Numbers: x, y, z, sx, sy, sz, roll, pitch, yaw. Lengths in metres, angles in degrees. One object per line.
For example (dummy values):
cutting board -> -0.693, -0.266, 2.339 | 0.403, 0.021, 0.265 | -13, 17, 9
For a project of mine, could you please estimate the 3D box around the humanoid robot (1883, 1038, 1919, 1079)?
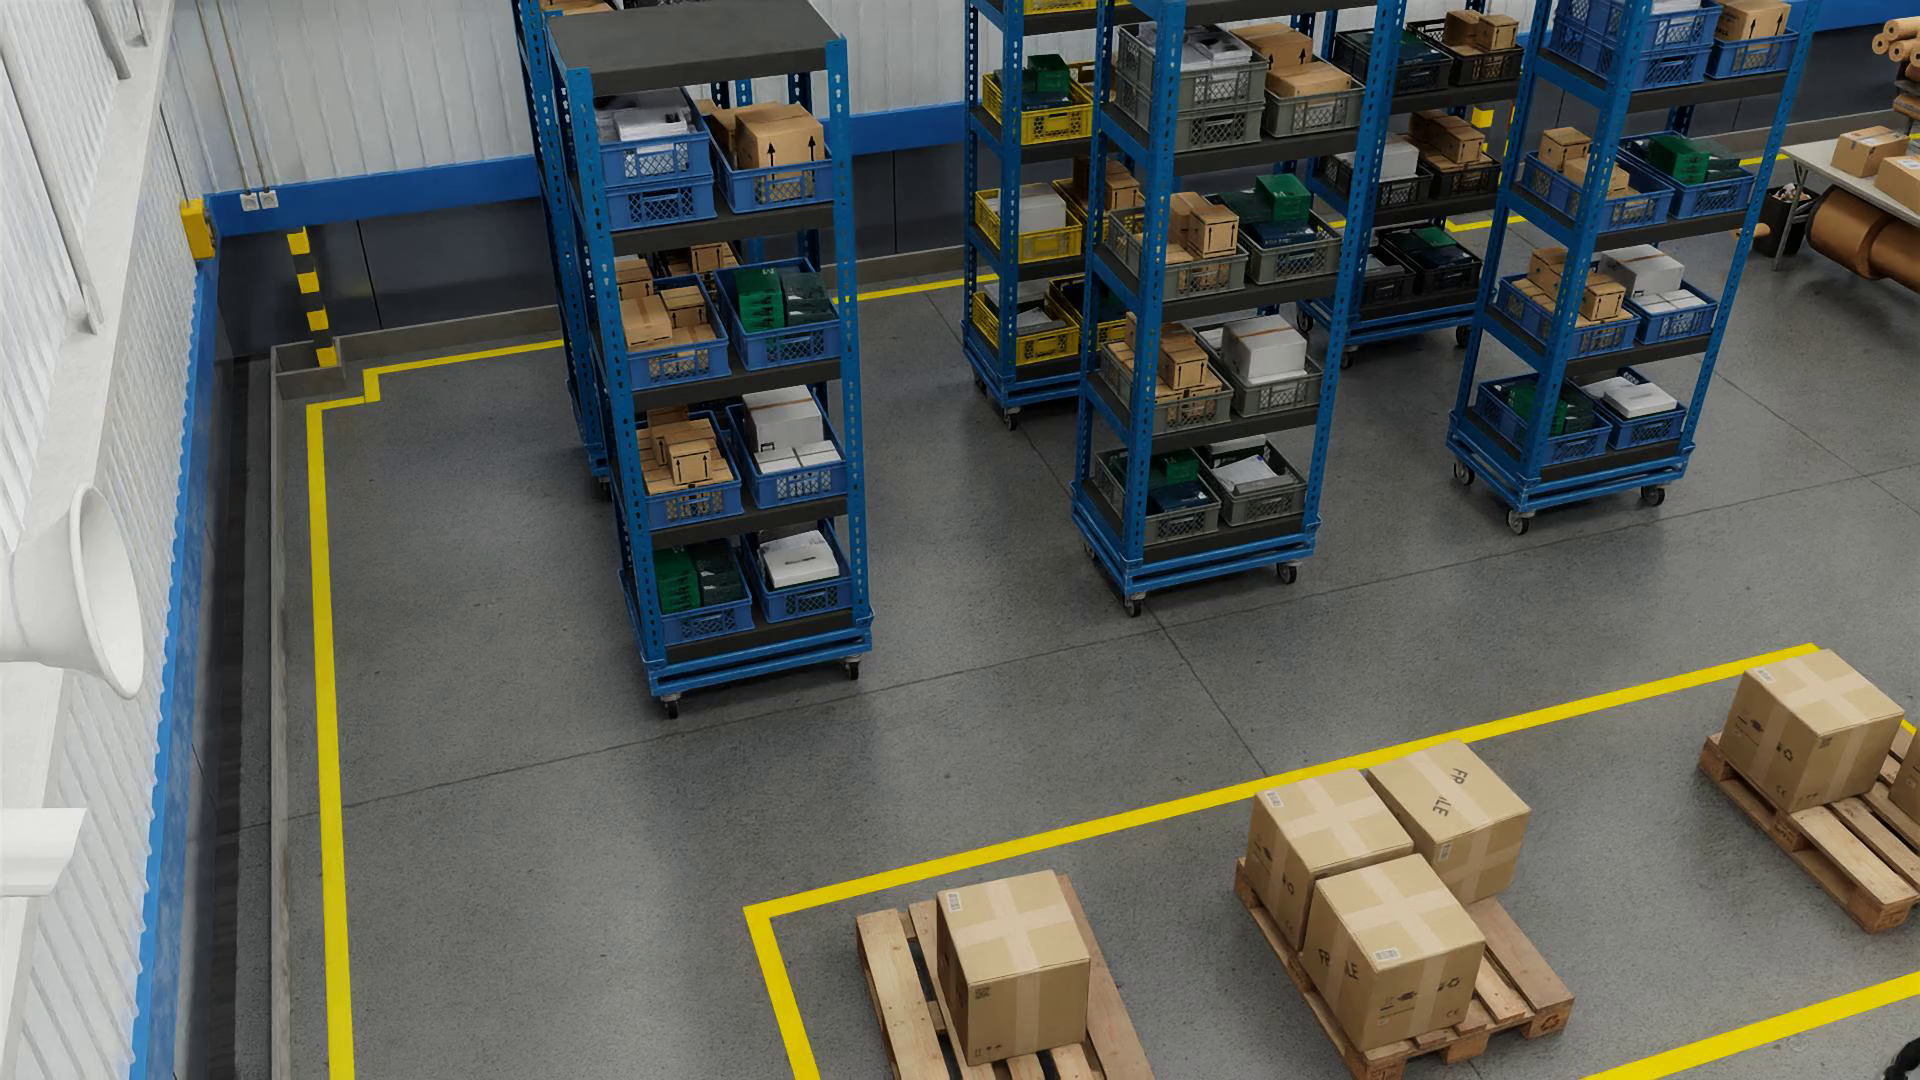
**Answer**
humanoid robot -> 3.338, 2.199, 5.721 | 0.421, 1.650, 0.653 | -16, 38, -21
